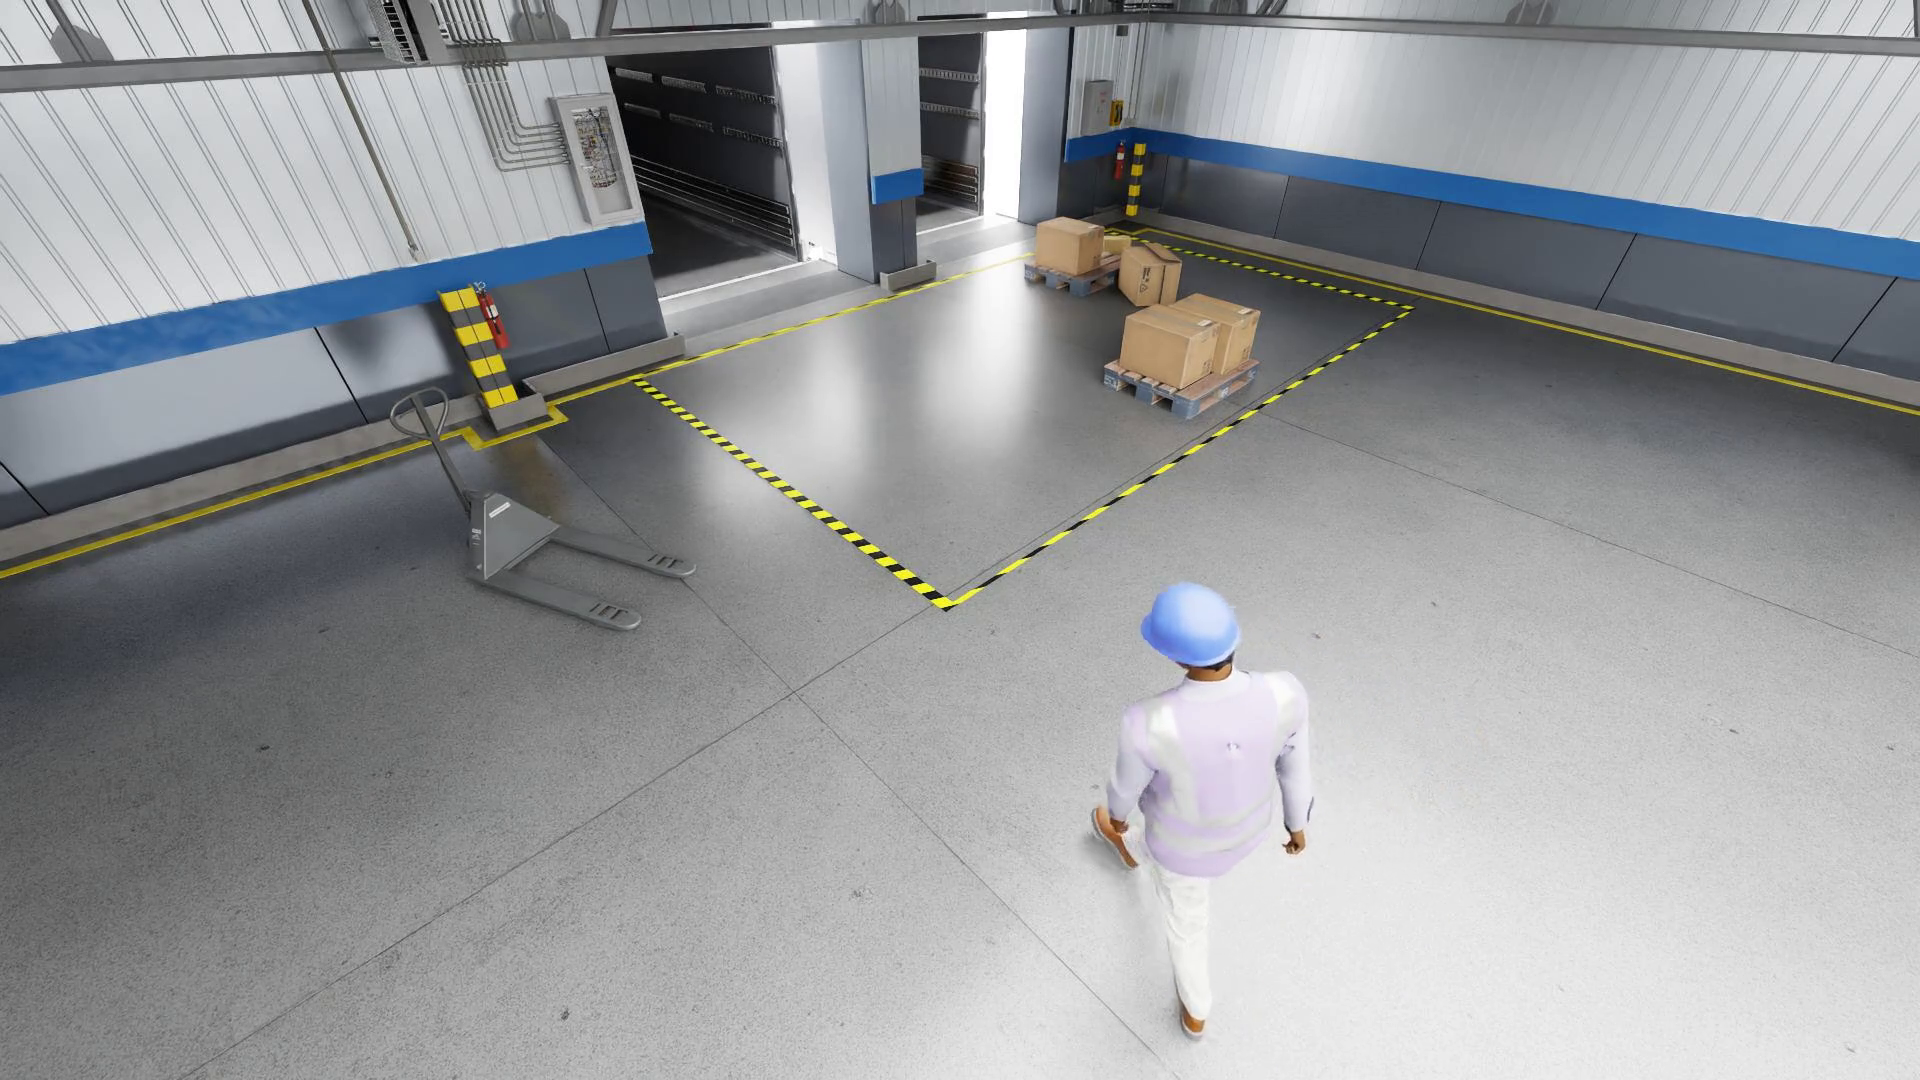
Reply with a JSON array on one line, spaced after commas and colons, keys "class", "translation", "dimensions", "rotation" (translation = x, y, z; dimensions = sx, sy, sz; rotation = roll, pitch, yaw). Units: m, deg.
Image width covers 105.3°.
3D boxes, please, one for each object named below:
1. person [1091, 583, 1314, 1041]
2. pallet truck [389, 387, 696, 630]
[{"class": "person", "translation": [0.798, 0.898, 2.585], "dimensions": [0.670, 1.875, 0.940], "rotation": [-11, 39, -13]}, {"class": "pallet truck", "translation": [-2.613, -0.247, 4.593], "dimensions": [1.601, 1.201, 0.680], "rotation": [14, 40, 17]}]
